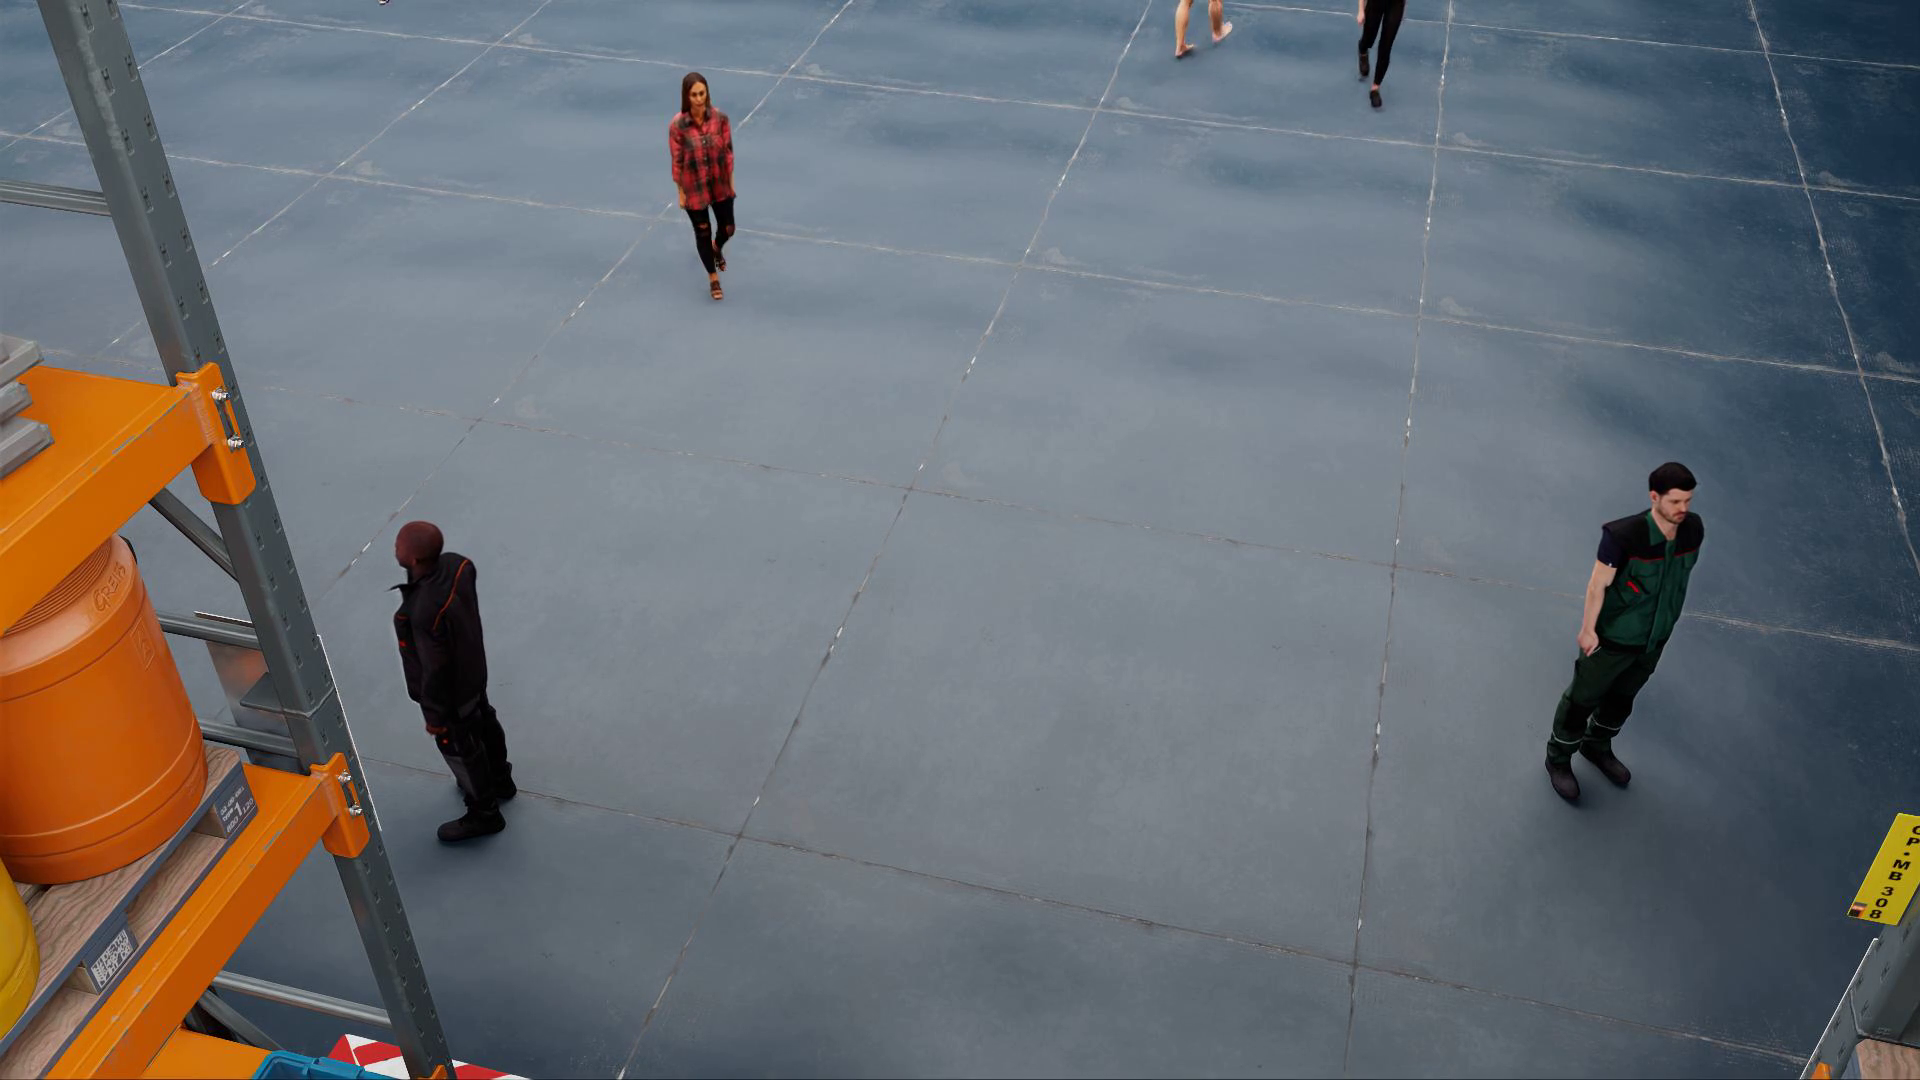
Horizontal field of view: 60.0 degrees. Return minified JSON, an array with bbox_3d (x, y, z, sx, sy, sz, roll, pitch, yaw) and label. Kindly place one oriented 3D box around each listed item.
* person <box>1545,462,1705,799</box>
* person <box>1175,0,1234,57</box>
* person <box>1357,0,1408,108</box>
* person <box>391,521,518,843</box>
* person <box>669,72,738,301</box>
[{"bbox_3d":[3.201,0.419,7.993,0.759,1.901,0.776,-12,40,-15],"label":"person"},{"bbox_3d":[2.215,-5.411,15.518,0.894,1.813,1.113,25,45,29],"label":"person"},{"bbox_3d":[3.769,-4.790,14.826,0.746,1.686,1.098,2,38,3],"label":"person"},{"bbox_3d":[-2.359,0.640,7.773,0.812,1.825,0.632,1,38,1],"label":"person"},{"bbox_3d":[-1.855,-2.573,11.986,0.787,1.693,0.849,-13,40,-16],"label":"person"}]
